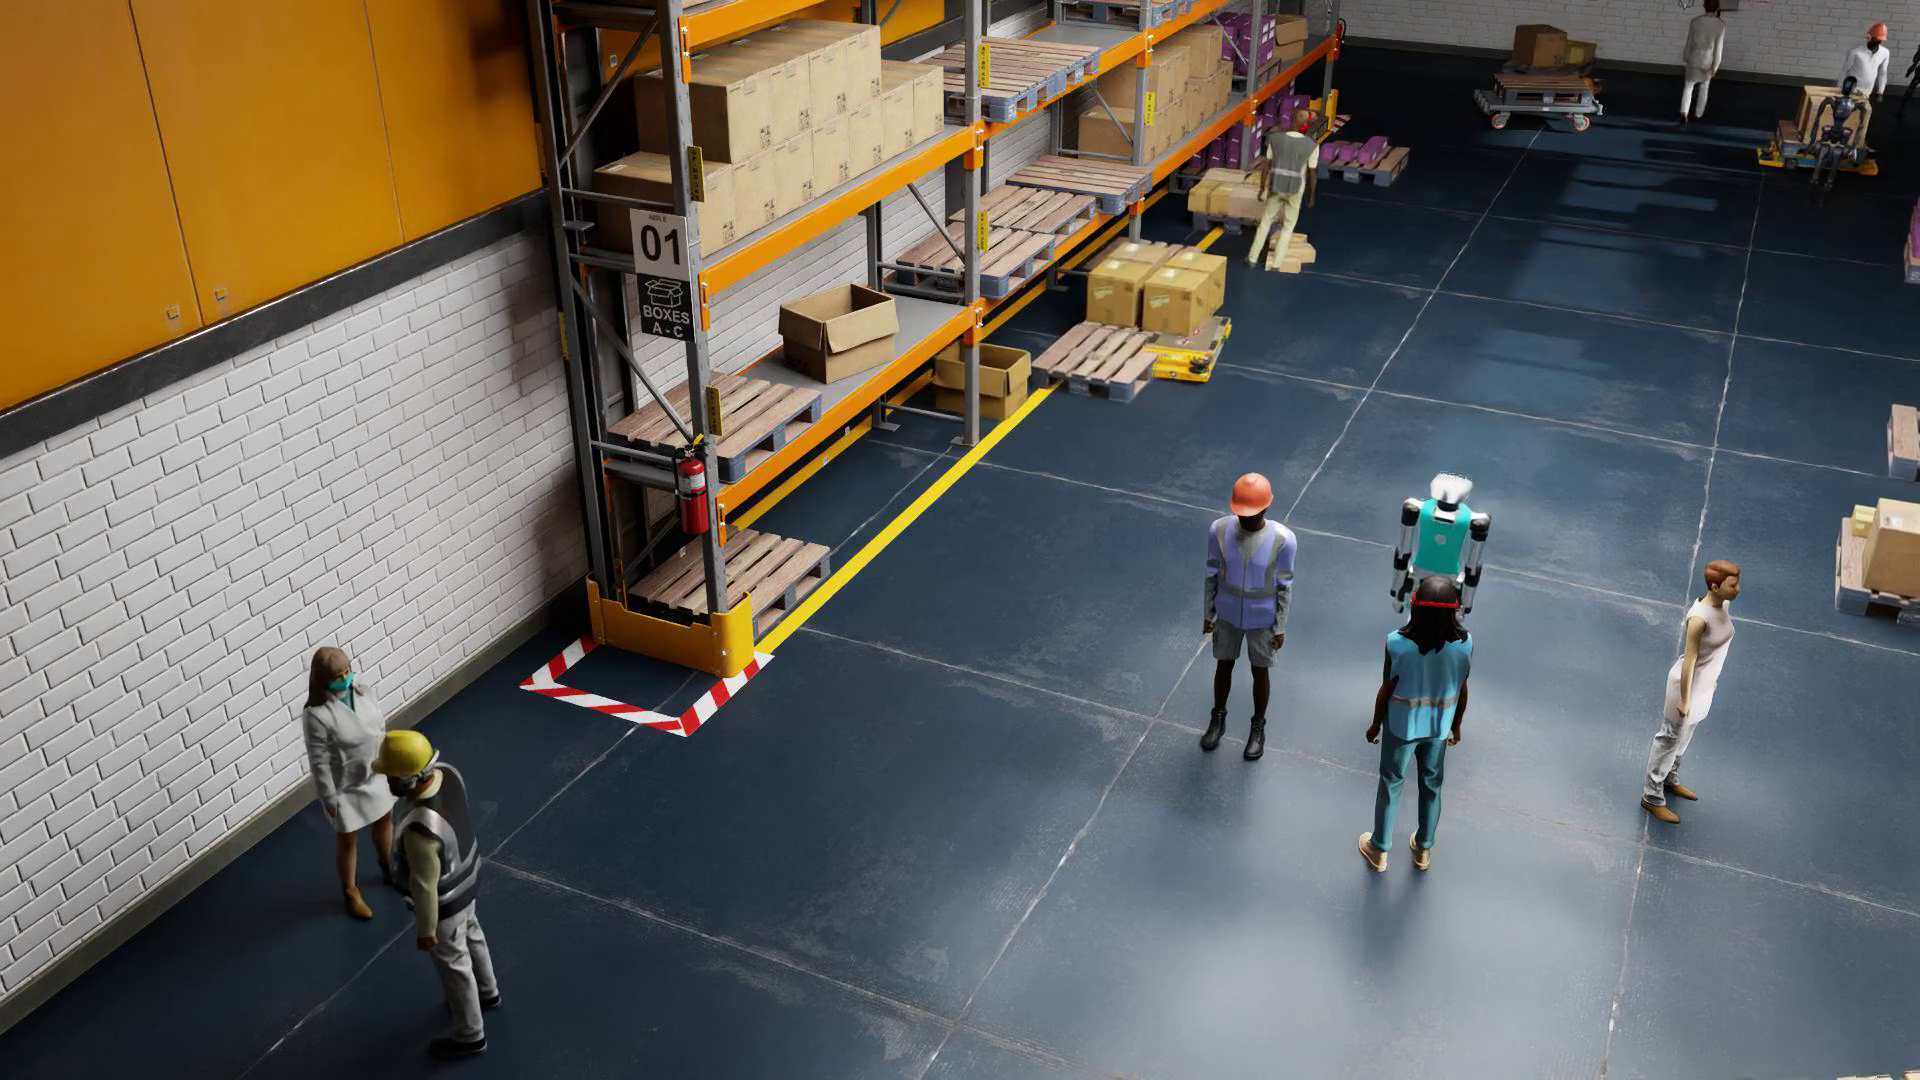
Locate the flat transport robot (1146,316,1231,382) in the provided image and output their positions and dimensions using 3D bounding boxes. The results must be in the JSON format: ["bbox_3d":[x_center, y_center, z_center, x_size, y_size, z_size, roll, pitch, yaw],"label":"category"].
[{"bbox_3d":[2.222,-1.915,16.278,0.659,0.231,1.431,8,29,15],"label":"flat transport robot"}]

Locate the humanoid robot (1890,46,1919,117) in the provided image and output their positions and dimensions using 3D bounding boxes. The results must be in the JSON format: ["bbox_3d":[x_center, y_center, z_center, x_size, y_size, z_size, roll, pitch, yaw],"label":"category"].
[{"bbox_3d":[14.064,-6.889,24.077,0.602,1.620,0.770,-10,30,-18],"label":"humanoid robot"}]

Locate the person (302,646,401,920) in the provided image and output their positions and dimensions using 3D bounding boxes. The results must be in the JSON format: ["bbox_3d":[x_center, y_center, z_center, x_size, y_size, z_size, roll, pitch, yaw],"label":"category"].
[{"bbox_3d":[-3.232,1.279,8.897,0.340,1.652,0.491,15,32,25],"label":"person"}]

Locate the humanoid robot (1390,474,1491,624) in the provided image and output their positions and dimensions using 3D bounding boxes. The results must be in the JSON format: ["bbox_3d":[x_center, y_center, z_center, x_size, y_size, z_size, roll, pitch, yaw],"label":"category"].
[{"bbox_3d":[3.047,0.349,10.655,0.544,1.880,0.763,12,30,21],"label":"humanoid robot"}]

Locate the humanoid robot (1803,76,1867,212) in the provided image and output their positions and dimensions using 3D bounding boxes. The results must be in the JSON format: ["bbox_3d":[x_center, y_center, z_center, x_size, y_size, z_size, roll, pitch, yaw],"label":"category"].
[{"bbox_3d":[10.585,-4.799,20.151,0.588,1.655,0.334,16,32,27],"label":"humanoid robot"}]

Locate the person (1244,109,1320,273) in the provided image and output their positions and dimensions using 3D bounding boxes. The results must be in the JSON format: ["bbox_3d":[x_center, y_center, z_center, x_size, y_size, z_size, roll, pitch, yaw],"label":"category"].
[{"bbox_3d":[3.546,-3.808,18.173,0.682,1.802,0.419,13,31,23],"label":"person"}]

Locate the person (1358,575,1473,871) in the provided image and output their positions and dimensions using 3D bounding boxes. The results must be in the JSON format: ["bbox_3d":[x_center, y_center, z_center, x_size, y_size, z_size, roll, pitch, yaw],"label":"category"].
[{"bbox_3d":[2.513,1.027,9.142,0.519,1.866,0.391,0,28,-1],"label":"person"}]

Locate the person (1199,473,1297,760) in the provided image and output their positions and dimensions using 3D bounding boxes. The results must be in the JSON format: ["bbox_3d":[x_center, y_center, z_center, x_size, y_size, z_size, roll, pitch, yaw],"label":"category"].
[{"bbox_3d":[1.728,0.463,10.127,0.543,1.929,0.386,11,30,20],"label":"person"}]

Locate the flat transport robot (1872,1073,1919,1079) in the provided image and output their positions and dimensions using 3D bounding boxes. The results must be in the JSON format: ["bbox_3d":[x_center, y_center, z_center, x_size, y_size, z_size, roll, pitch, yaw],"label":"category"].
[{"bbox_3d":[4.027,2.968,7.226,0.659,0.231,1.431,-5,29,-9],"label":"flat transport robot"}]

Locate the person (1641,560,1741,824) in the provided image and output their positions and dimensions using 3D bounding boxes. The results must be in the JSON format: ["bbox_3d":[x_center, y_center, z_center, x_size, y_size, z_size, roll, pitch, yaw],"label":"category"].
[{"bbox_3d":[4.272,0.861,9.662,0.286,1.662,0.442,23,36,36],"label":"person"}]

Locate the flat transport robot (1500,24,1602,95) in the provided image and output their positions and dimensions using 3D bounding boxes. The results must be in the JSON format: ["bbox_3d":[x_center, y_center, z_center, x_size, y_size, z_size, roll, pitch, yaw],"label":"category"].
[{"bbox_3d":[9.204,-7.139,25.965,1.431,0.231,0.659,22,35,35],"label":"flat transport robot"}]

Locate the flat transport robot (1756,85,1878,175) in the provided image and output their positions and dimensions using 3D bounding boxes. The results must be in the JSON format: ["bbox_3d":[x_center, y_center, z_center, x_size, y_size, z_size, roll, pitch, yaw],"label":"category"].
[{"bbox_3d":[11.433,-5.103,22.191,1.431,0.231,0.659,10,30,18],"label":"flat transport robot"}]

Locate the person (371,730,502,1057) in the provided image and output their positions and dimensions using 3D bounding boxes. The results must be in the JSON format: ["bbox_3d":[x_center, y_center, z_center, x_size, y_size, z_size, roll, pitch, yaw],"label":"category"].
[{"bbox_3d":[-2.506,1.674,7.992,0.404,1.823,0.596,-1,28,-2],"label":"person"}]

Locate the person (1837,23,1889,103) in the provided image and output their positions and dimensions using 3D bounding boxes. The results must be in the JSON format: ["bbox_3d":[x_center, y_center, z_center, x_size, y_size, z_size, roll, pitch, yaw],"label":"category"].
[{"bbox_3d":[12.192,-6.077,22.443,0.580,1.732,0.539,-1,28,-2],"label":"person"}]

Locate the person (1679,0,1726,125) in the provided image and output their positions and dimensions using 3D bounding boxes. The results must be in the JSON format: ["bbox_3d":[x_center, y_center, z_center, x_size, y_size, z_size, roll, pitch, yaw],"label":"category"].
[{"bbox_3d":[10.602,-6.838,23.799,0.521,1.800,0.775,10,30,19],"label":"person"}]
